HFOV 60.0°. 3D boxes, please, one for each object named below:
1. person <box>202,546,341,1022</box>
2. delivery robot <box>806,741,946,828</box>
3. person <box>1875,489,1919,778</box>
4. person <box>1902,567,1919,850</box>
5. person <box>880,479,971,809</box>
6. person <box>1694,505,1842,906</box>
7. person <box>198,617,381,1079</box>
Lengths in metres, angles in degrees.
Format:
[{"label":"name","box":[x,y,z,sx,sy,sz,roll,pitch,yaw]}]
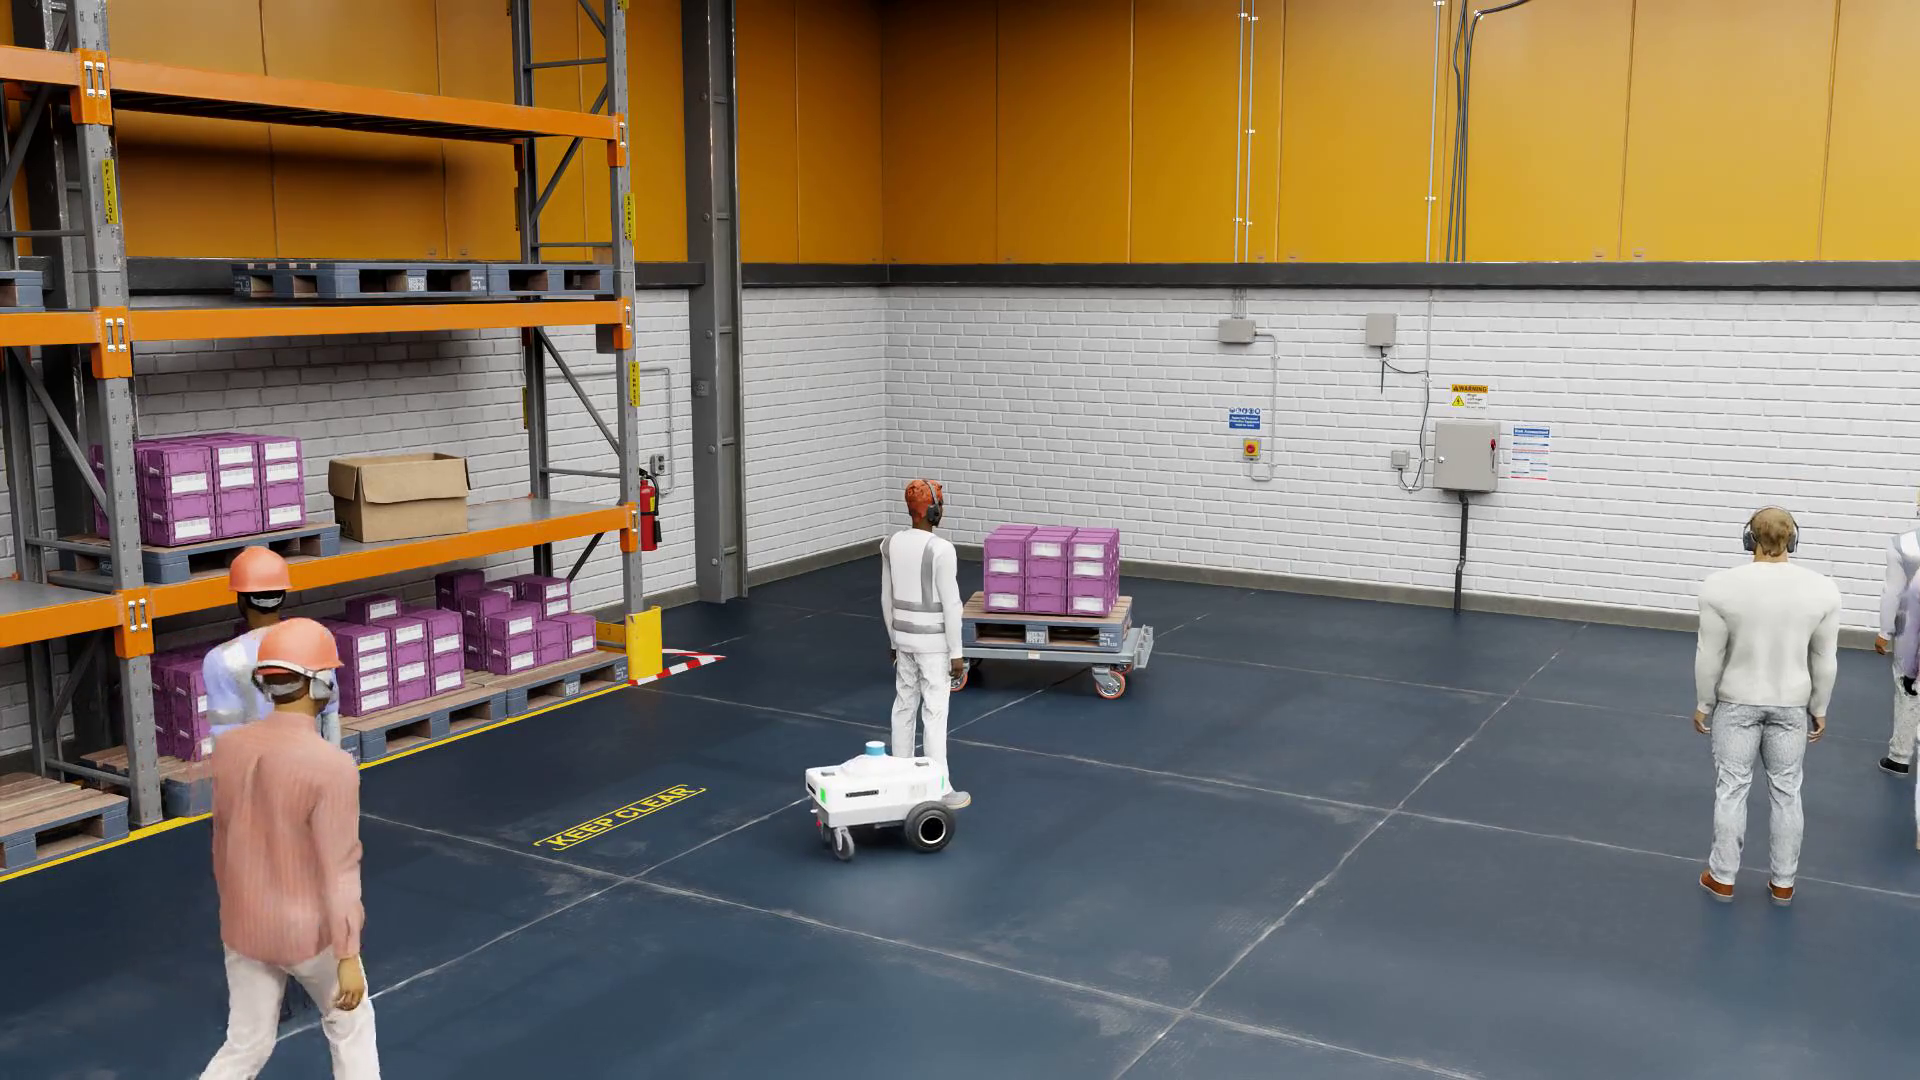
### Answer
[{"label":"person","box":[-2.805,0.985,6.795,0.376,1.935,0.550,8,12,40]},{"label":"delivery robot","box":[-0.447,1.308,8.786,0.707,0.478,0.477,-3,10,-19]},{"label":"person","box":[5.810,0.534,9.966,0.588,1.823,0.403,2,9,11]},{"label":"person","box":[5.337,0.739,8.835,0.633,1.789,0.990,7,12,38]},{"label":"person","box":[-0.198,0.594,9.408,0.574,1.882,0.356,8,12,42]},{"label":"person","box":[3.842,0.795,7.983,0.631,1.939,0.372,2,9,13]},{"label":"person","box":[-2.177,1.235,5.245,0.663,1.947,0.972,4,10,25]}]
